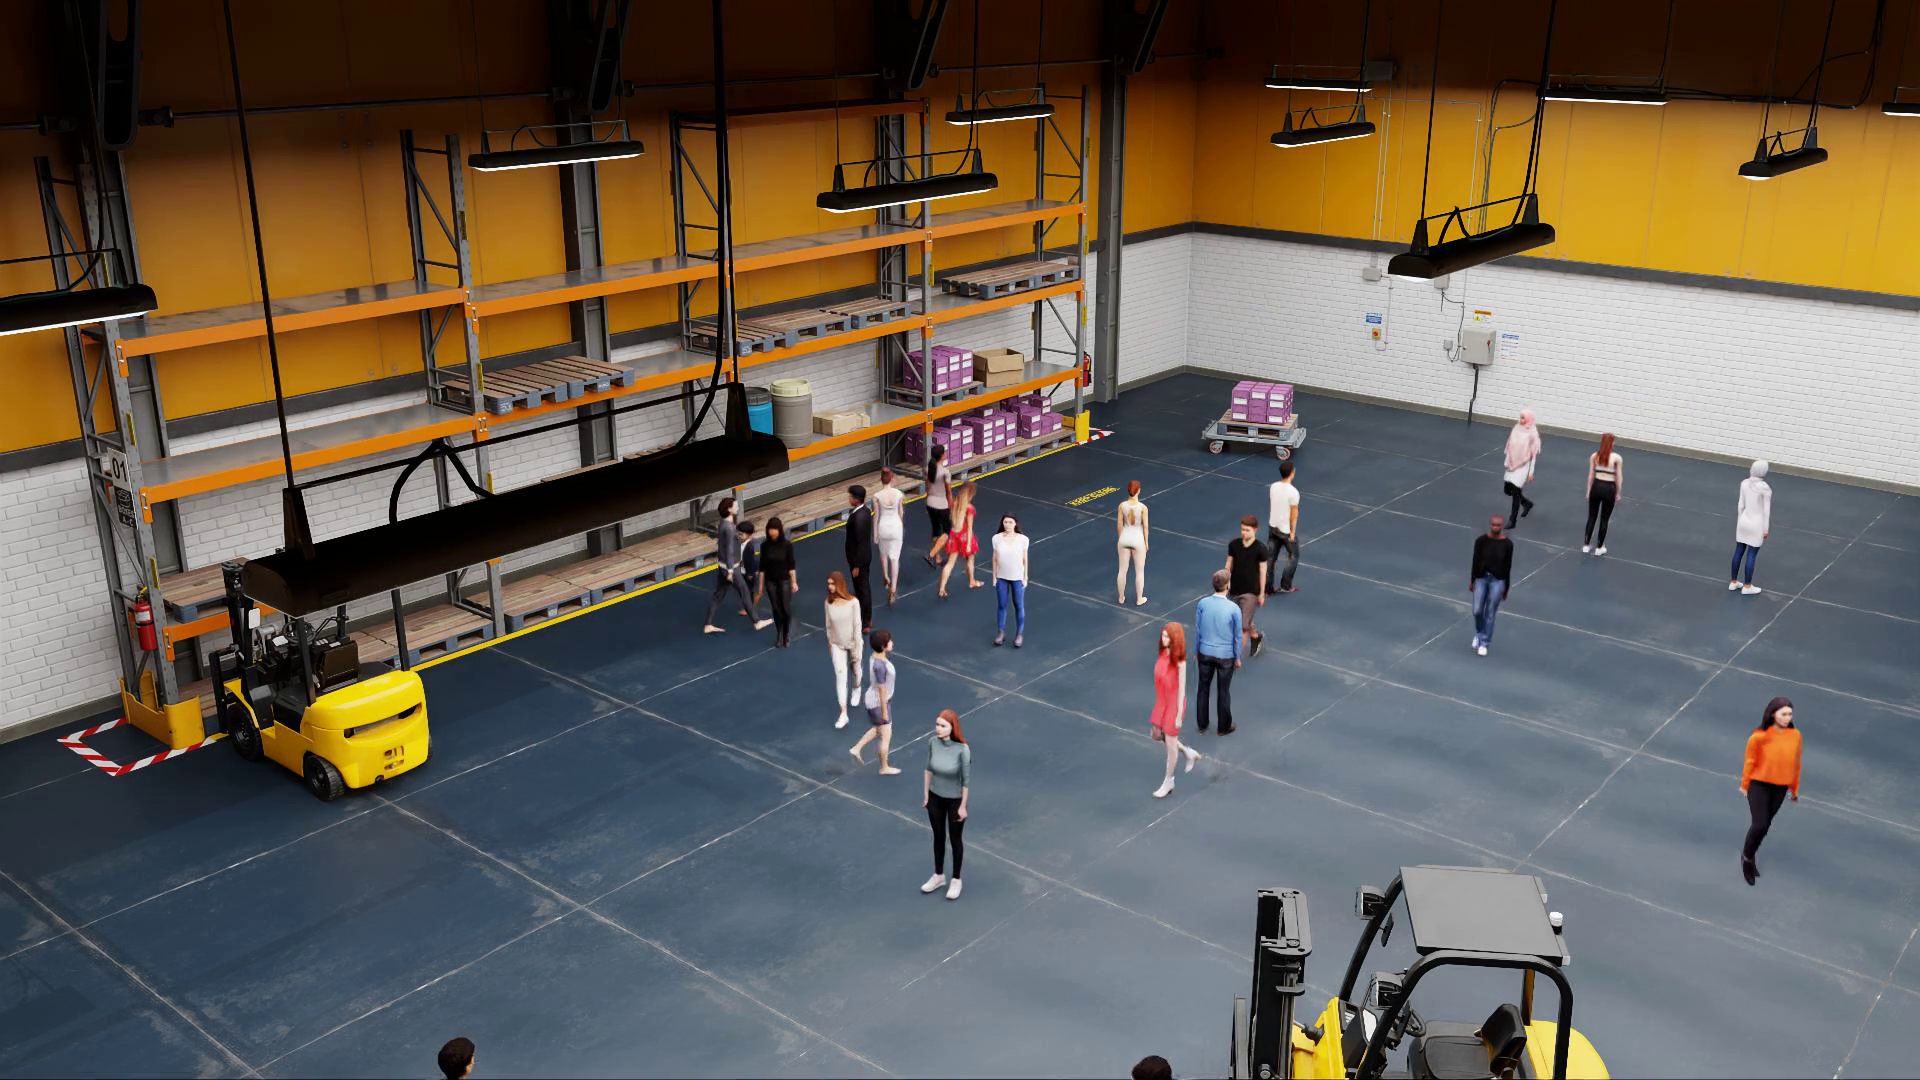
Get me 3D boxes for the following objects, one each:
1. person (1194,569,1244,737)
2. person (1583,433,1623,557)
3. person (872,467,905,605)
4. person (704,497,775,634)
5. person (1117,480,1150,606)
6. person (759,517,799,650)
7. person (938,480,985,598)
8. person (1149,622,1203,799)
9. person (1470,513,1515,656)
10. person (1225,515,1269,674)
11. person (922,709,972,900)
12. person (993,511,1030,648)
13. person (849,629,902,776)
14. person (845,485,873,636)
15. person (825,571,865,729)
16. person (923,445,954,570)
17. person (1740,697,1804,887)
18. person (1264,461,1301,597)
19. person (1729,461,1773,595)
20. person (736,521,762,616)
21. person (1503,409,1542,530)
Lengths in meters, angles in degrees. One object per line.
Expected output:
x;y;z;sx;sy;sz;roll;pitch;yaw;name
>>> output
2.711;1.174;17.552;0.708;1.818;0.636;9;21;26;person
8.906;-0.635;23.036;0.589;1.745;0.550;14;23;36;person
-0.879;-0.023;21.212;1.021;1.750;1.099;-2;19;-4;person
-2.878;0.346;20.161;1.177;1.721;0.952;-8;20;-21;person
2.194;0.028;21.228;0.613;1.643;0.586;6;20;17;person
-2.156;0.481;19.904;0.705;1.630;0.734;2;19;6;person
-0.033;0.031;21.378;0.699;1.541;1.078;17;25;41;person
2.126;1.633;16.189;0.918;1.816;0.782;-9;21;-25;person
6.283;0.490;19.702;0.689;1.742;0.711;8;20;22;person
3.347;0.583;19.278;0.661;1.835;1.117;15;24;37;person
-0.110;2.269;14.417;0.609;1.742;0.580;11;21;29;person
0.608;0.465;19.868;0.674;1.682;0.686;3;19;10;person
-0.868;1.626;16.623;0.861;1.553;0.792;-3;19;-8;person
-1.204;0.222;20.278;0.831;1.882;0.712;2;19;6;person
-1.198;1.112;17.959;0.983;1.675;1.207;2;19;7;person
-0.341;-0.405;22.367;0.611;1.737;0.811;14;23;36;person
7.108;2.162;14.745;0.756;1.737;0.819;-3;19;-8;person
4.085;-0.119;21.440;0.728;1.786;0.684;-16;25;-40;person
10.287;-0.176;21.626;0.659;1.776;0.681;-9;21;-25;person
-2.646;0.336;20.982;0.635;1.216;0.545;-15;24;-38;person
8.190;-1.038;24.162;0.956;1.790;0.802;-11;21;-29;person
